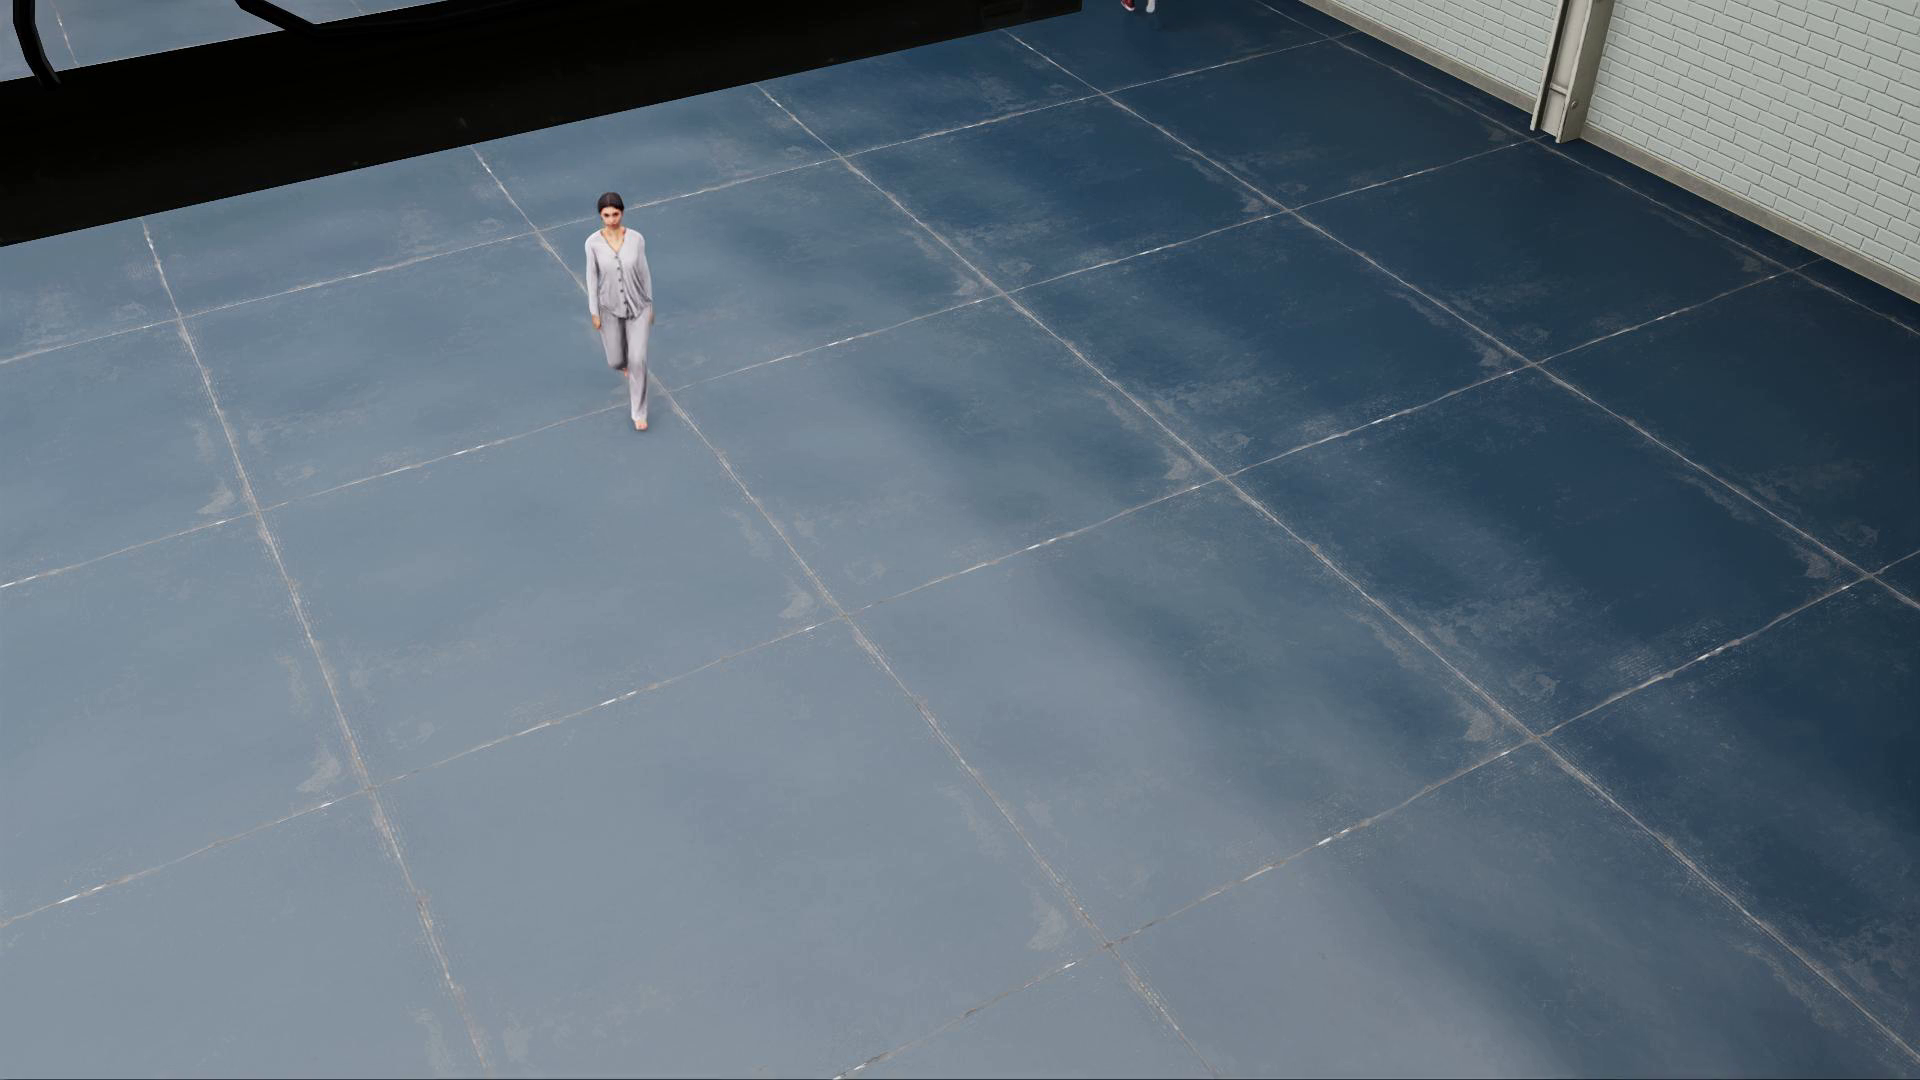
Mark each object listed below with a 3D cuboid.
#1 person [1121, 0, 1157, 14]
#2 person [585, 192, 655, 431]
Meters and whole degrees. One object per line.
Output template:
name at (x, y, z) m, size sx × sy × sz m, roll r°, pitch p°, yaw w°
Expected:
person at (2.006, -6.600, 18.227) m, size 0.725 × 1.716 × 0.990 m, roll -12°, pitch 40°, yaw -15°
person at (-2.421, -1.687, 11.915) m, size 0.769 × 1.755 × 1.007 m, roll -9°, pitch 39°, yaw -12°
